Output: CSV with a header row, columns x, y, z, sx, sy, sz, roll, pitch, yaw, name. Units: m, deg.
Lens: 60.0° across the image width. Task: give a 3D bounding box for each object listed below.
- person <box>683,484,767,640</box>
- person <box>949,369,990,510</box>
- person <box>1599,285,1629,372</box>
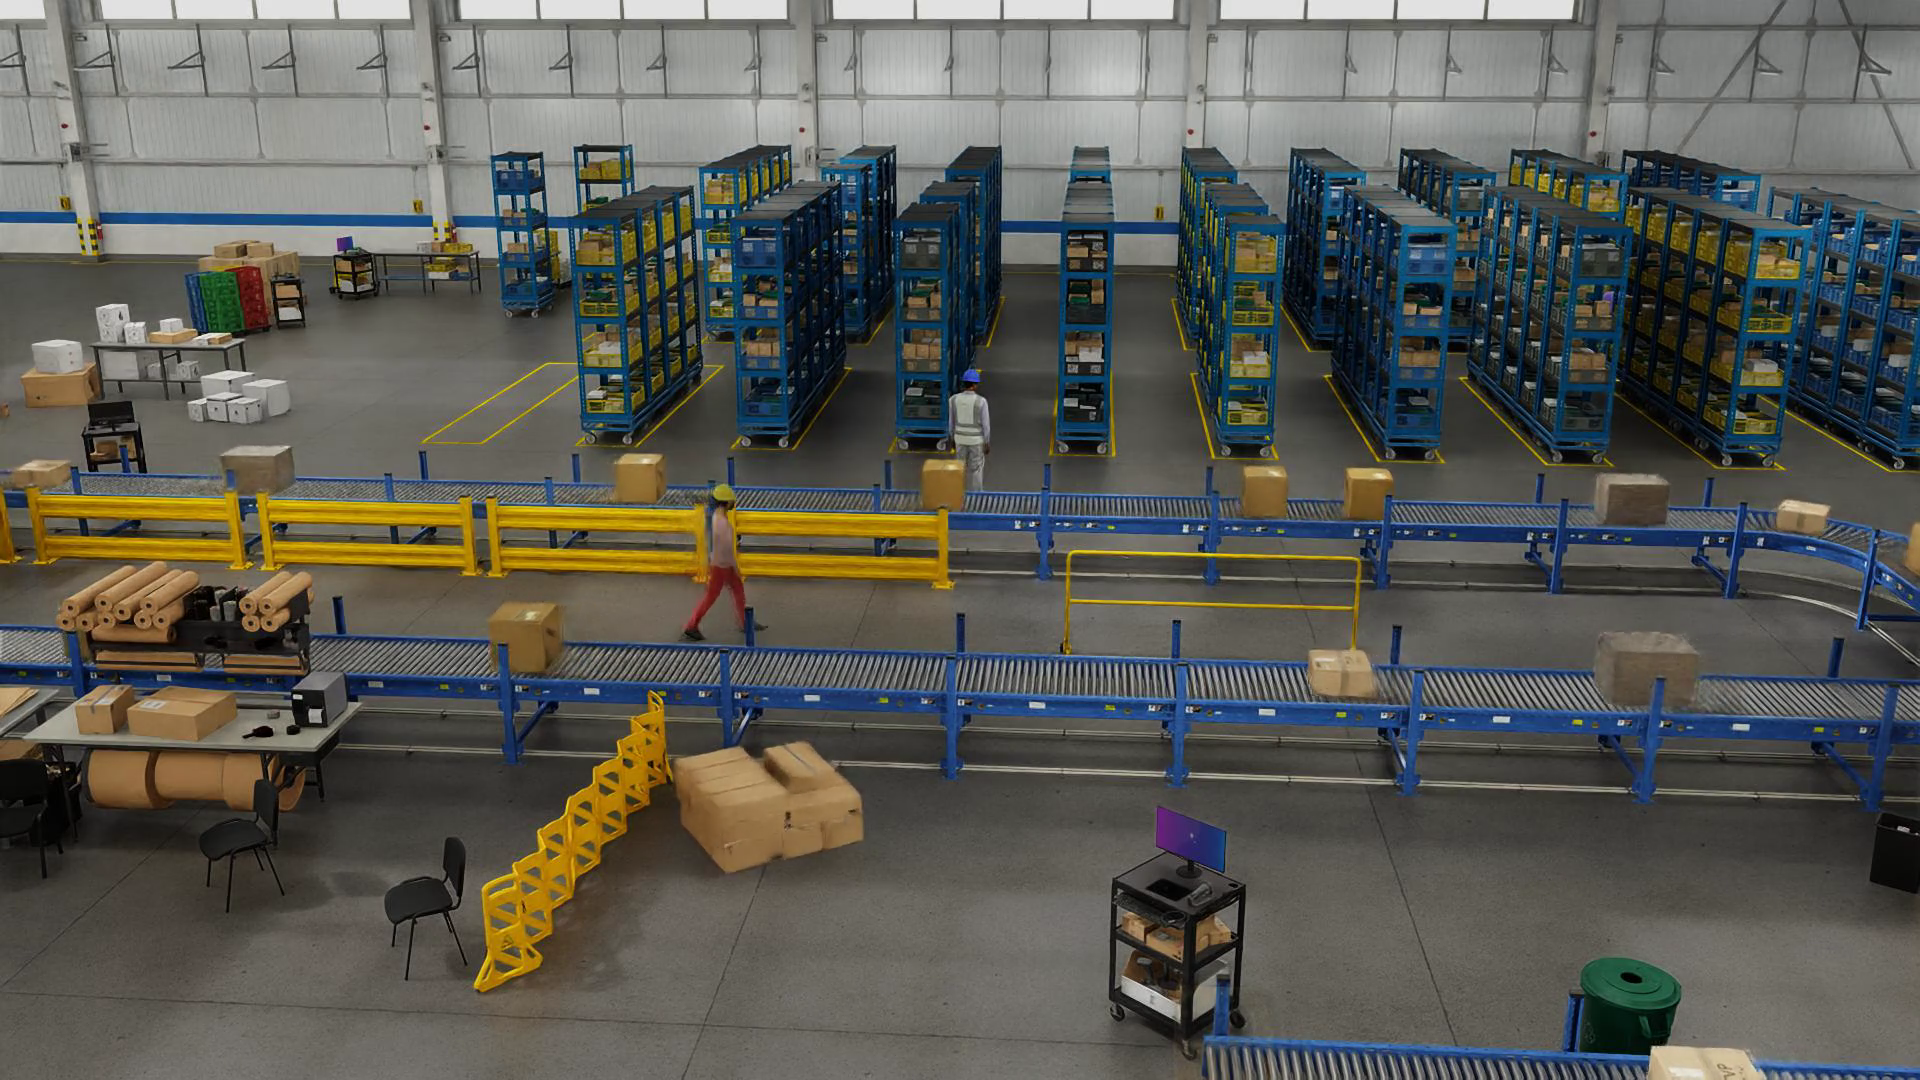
x,y,z,sx,sy,sz,roll,pitch,yaw,name
-2.598,0.238,17.986,0.904,1.723,0.525,-3,18,-9,person
0.140,-1.368,22.730,0.602,1.938,0.400,8,19,24,person
12.325,-4.038,31.377,0.389,1.837,0.560,-12,21,-33,person
